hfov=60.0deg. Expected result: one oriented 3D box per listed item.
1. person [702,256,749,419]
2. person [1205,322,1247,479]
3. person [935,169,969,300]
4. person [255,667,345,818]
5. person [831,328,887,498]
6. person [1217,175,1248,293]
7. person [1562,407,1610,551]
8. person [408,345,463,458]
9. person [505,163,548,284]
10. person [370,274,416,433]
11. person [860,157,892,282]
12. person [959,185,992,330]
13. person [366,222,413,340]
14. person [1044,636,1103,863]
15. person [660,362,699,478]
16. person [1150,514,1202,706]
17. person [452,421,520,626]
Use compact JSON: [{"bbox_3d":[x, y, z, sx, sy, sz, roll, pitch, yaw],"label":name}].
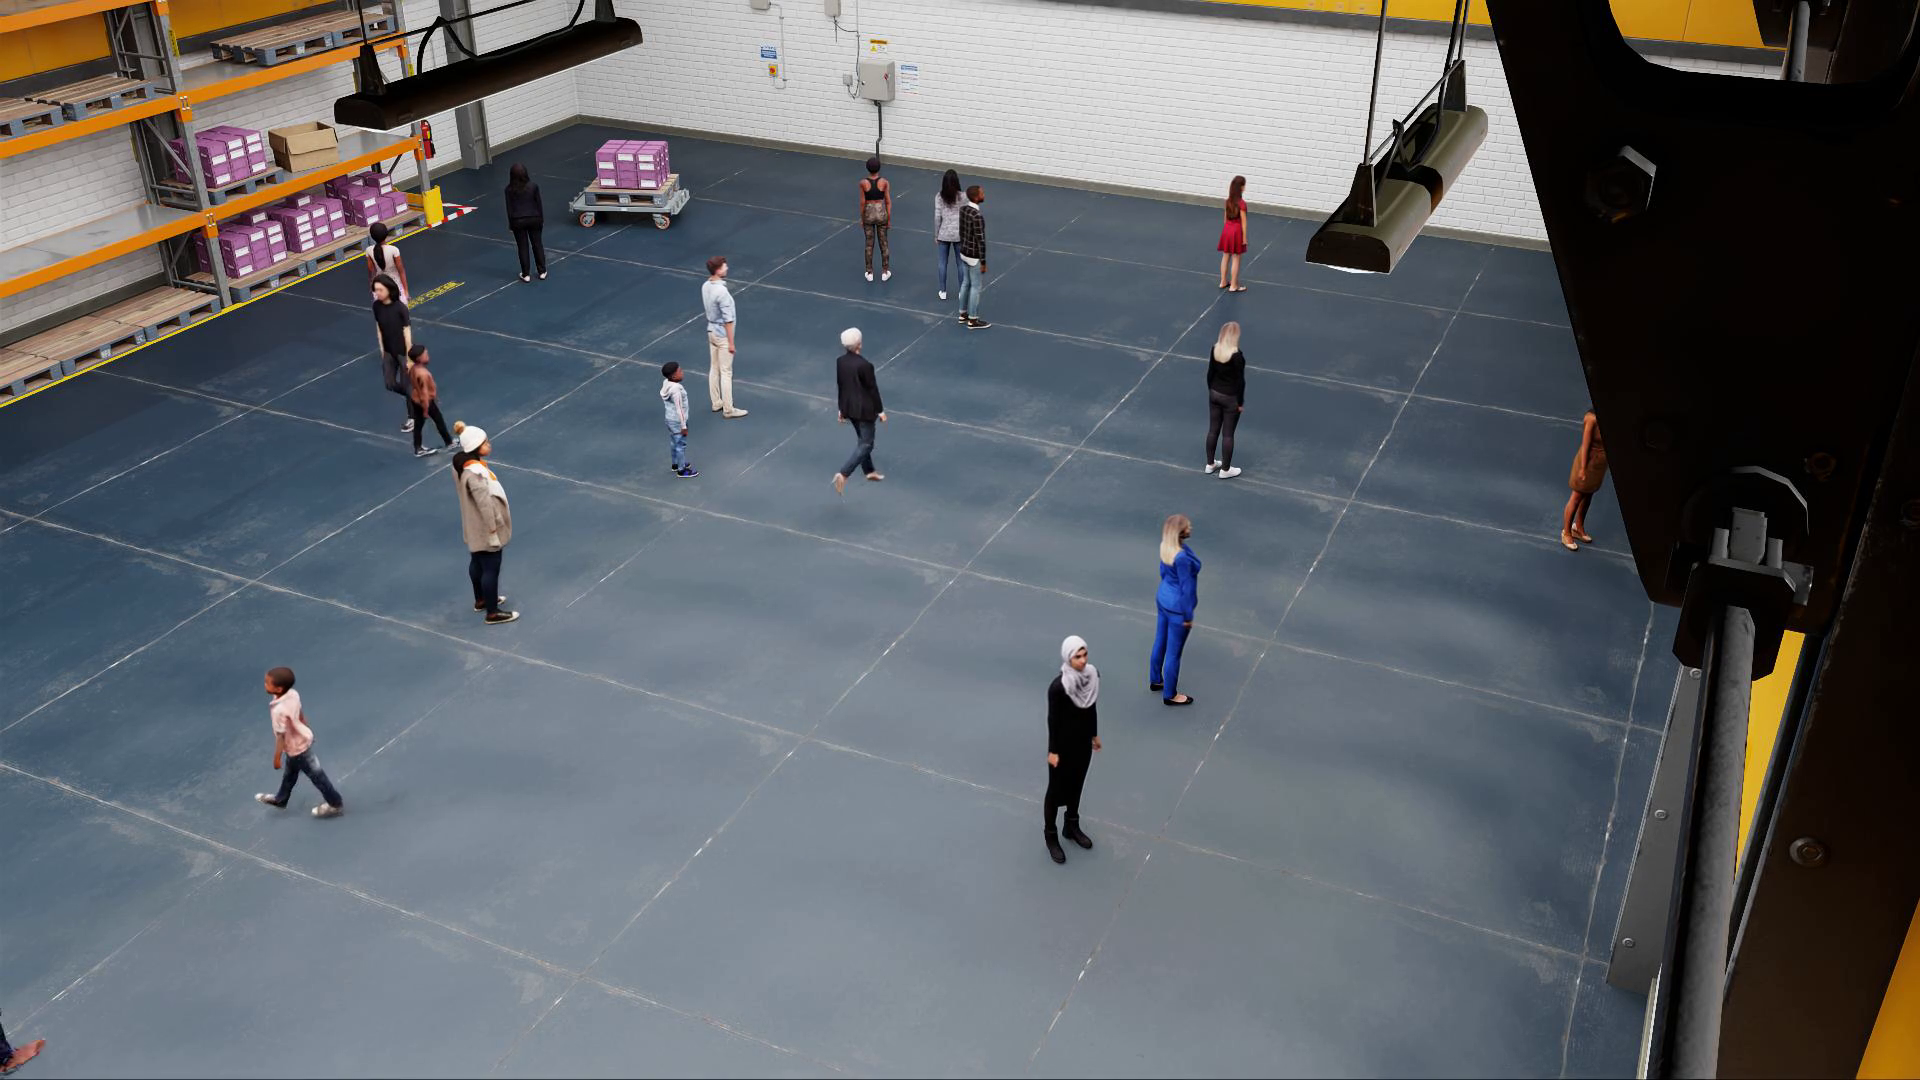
[{"bbox_3d":[-2.677,-2.284,18.585,0.734,1.847,0.732,-18,33,-29],"label":"person"},{"bbox_3d":[2.744,-1.459,17.243,0.679,1.685,0.685,-22,36,-35],"label":"person"},{"bbox_3d":[-0.112,-4.026,21.900,0.678,1.733,0.654,1,29,2],"label":"person"},{"bbox_3d":[-4.809,1.503,12.241,0.859,1.274,0.881,-4,29,-6],"label":"person"},{"bbox_3d":[-1.006,-1.236,16.553,0.935,1.763,1.117,24,37,37],"label":"person"},{"bbox_3d":[3.663,-4.104,22.226,0.717,1.556,0.655,-20,34,-32],"label":"person"},{"bbox_3d":[6.028,-0.722,15.887,0.587,1.690,0.702,-21,35,-33],"label":"person"},{"bbox_3d":[-5.785,-1.464,17.721,0.861,1.235,0.727,-19,34,-31],"label":"person"},{"bbox_3d":[-5.877,-4.307,22.535,0.748,1.617,0.820,-13,31,-23],"label":"person"},{"bbox_3d":[-6.117,-2.107,18.295,0.677,1.816,0.779,10,30,18],"label":"person"},{"bbox_3d":[-1.146,-4.354,22.534,0.658,1.701,0.676,-2,29,-3],"label":"person"},{"bbox_3d":[0.151,-3.591,21.011,0.765,1.819,0.744,-14,32,-24],"label":"person"},{"bbox_3d":[-6.844,-2.979,19.971,0.653,1.742,0.641,0,29,1],"label":"person"},{"bbox_3d":[0.779,1.455,11.801,0.627,1.780,0.746,-20,34,-32],"label":"person"},{"bbox_3d":[-2.958,-1.274,17.347,0.620,1.261,0.571,-14,32,-24],"label":"person"},{"bbox_3d":[1.732,0.551,13.543,0.760,1.700,0.689,-8,30,-14],"label":"person"},{"bbox_3d":[-4.237,-0.170,14.662,0.848,1.894,0.820,-17,33,-29],"label":"person"}]
